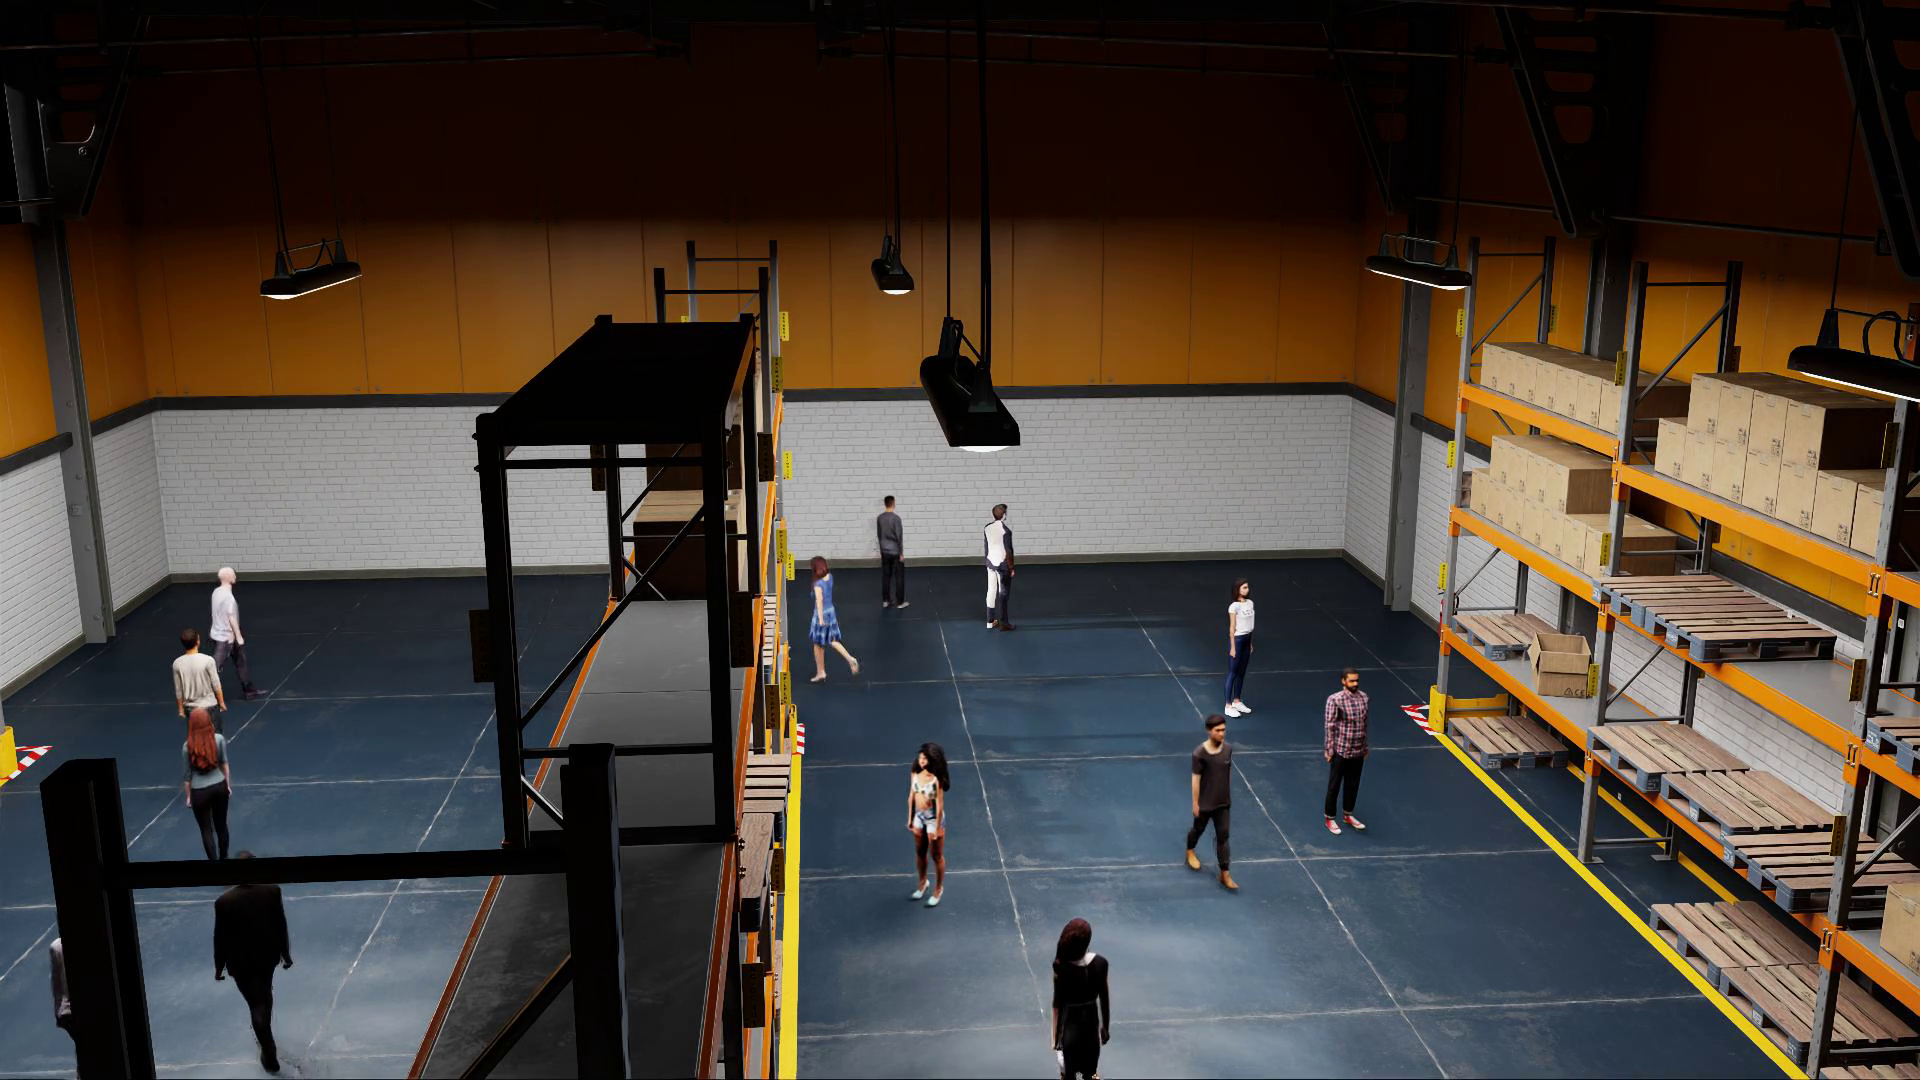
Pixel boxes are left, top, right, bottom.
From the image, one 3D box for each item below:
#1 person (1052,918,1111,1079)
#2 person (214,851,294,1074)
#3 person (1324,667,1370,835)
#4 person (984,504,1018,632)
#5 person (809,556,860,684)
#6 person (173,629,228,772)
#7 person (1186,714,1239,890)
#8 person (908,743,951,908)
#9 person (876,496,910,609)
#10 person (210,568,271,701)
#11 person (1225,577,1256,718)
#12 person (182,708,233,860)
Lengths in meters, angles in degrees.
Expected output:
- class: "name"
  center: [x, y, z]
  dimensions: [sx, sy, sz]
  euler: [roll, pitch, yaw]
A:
- class: "person"
  center: [0.877, 3.553, 11.770]
  dimensions: [0.726, 1.784, 0.969]
  euler: [-5, 14, -18]
- class: "person"
  center: [-5.420, 3.288, 12.875]
  dimensions: [1.022, 1.779, 1.112]
  euler: [-13, 19, -43]
- class: "person"
  center: [4.064, 2.183, 17.477]
  dimensions: [0.765, 1.761, 0.728]
  euler: [-6, 15, -24]
- class: "person"
  center: [0.579, 0.387, 24.614]
  dimensions: [0.762, 1.891, 0.834]
  euler: [12, 18, 41]
- class: "person"
  center: [-1.711, 1.094, 21.937]
  dimensions: [0.990, 1.778, 1.028]
  euler: [6, 15, 23]
- class: "person"
  center: [-8.511, 1.895, 18.588]
  dimensions: [0.722, 1.797, 0.905]
  euler: [0, 14, 0]
- class: "person"
  center: [2.416, 2.508, 16.311]
  dimensions: [0.820, 1.677, 1.144]
  euler: [-5, 15, -21]
- class: "person"
  center: [-0.291, 2.672, 15.748]
  dimensions: [0.670, 1.624, 0.731]
  euler: [11, 18, 39]
- class: "person"
  center: [-1.089, 0.188, 25.724]
  dimensions: [0.747, 1.756, 0.782]
  euler: [8, 16, 31]
- class: "person"
  center: [-9.446, 1.278, 21.155]
  dimensions: [1.051, 1.789, 1.200]
  euler: [-9, 16, -32]
- class: "person"
  center: [3.514, 1.333, 20.954]
  dimensions: [0.710, 1.775, 0.666]
  euler: [13, 19, 42]
- class: "person"
  center: [-7.343, 2.482, 16.269]
  dimensions: [0.750, 1.747, 0.812]
  euler: [-12, 18, -41]
